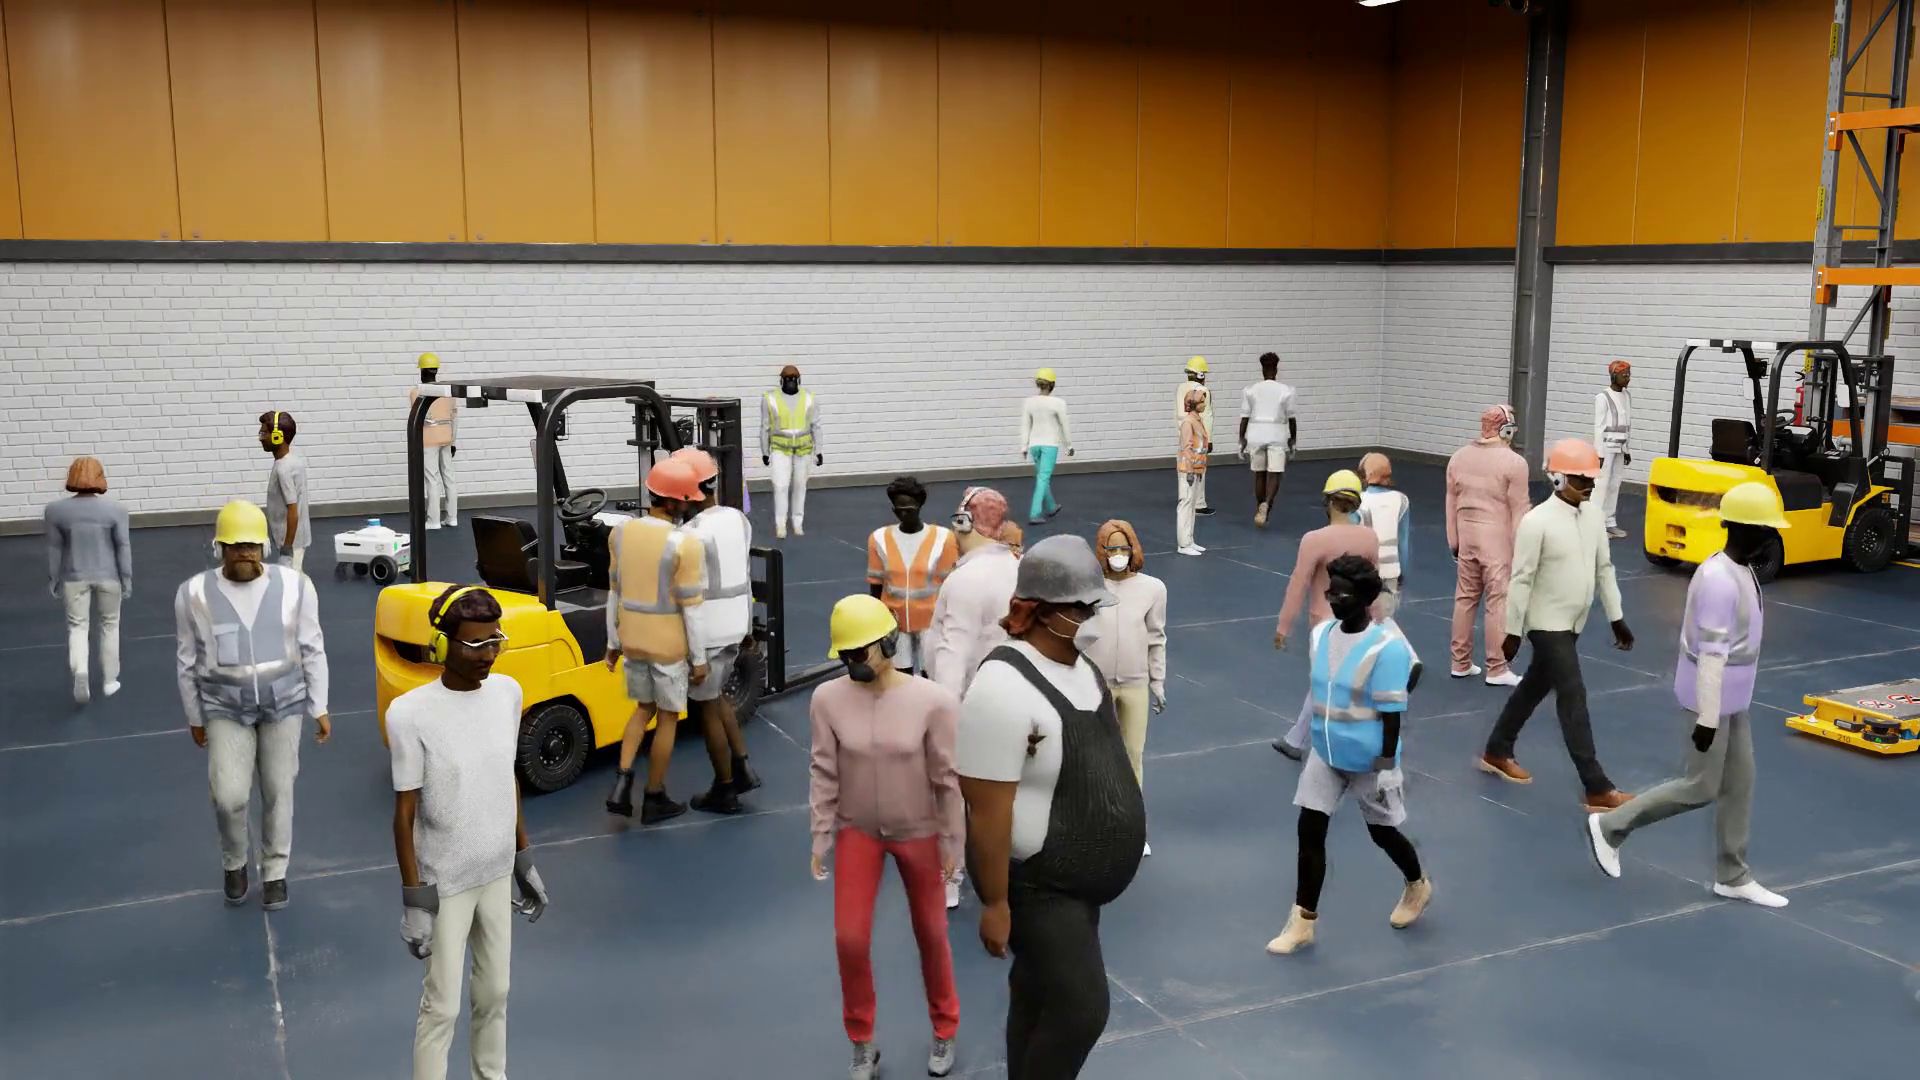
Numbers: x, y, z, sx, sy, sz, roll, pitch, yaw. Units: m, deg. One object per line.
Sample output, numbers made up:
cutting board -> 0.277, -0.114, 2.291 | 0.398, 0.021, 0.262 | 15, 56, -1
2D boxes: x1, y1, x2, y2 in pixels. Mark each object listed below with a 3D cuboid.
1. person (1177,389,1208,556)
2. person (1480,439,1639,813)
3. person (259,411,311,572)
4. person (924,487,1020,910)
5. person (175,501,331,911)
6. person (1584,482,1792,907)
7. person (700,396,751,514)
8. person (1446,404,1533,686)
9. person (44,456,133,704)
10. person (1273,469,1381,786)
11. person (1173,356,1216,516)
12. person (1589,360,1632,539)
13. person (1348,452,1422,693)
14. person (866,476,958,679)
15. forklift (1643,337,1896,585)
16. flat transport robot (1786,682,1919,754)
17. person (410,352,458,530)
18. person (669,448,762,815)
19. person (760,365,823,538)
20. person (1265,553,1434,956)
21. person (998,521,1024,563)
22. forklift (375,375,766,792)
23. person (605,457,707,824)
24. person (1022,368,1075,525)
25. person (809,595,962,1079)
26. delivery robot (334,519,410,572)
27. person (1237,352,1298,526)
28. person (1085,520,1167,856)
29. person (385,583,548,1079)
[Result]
person -> 2.301, -0.672, 16.491 | 0.312, 1.642, 0.512 | 3, 10, 18
person -> 3.178, 0.425, 8.778 | 0.612, 1.938, 1.050 | -8, 12, -39
person -> -4.557, 0.060, 11.244 | 0.316, 1.870, 0.531 | -3, 10, -17
person -> 0.076, 0.713, 7.217 | 0.648, 1.866, 0.715 | 2, 9, 13
person -> -3.067, 0.727, 7.259 | 0.595, 1.816, 0.426 | -5, 10, -27
person -> 3.272, 0.670, 7.380 | 0.779, 1.903, 0.596 | 6, 11, 33
person -> -1.837, -0.190, 12.860 | 0.397, 1.847, 0.564 | -6, 11, -34
person -> 3.613, 0.032, 11.306 | 0.402, 1.906, 0.652 | -6, 11, -33
person -> -5.639, 0.261, 10.781 | 0.508, 1.608, 0.654 | -3, 10, -20
person -> 2.077, 0.471, 9.212 | 0.610, 1.703, 0.945 | -5, 11, -29
person -> 2.715, -1.196, 19.148 | 0.404, 1.833, 0.589 | -6, 11, -32
person -> 6.841, -0.944, 17.467 | 0.567, 1.877, 0.345 | -7, 12, -39
person -> 2.761, 0.237, 10.935 | 0.529, 1.619, 0.592 | -4, 10, -23
person -> -0.251, 0.450, 9.404 | 0.535, 1.675, 0.456 | 2, 9, 11
forklift -> 7.551, -0.789, 15.507 | 2.313, 2.155, 1.214 | -4, 10, -25
flat transport robot -> 5.783, 1.046, 10.072 | 1.431, 0.197, 0.652 | -4, 10, -25
person -> -5.712, -1.066, 18.045 | 0.369, 1.928, 0.586 | 6, 11, 33
person -> -1.277, 0.477, 8.559 | 0.431, 1.903, 0.613 | 5, 10, 27
person -> -1.757, -0.924, 17.501 | 0.647, 1.817, 0.678 | -2, 9, -14
person -> 1.672, 0.869, 6.882 | 0.823, 1.668, 0.536 | -6, 11, -34
person -> 0.141, 0.706, 8.037 | 0.307, 1.610, 0.562 | 7, 11, 36
forklift -> -2.268, 0.149, 9.685 | 1.214, 2.155, 2.313 | 6, 11, 32
person -> -1.527, 0.525, 8.295 | 0.599, 1.897, 0.507 | 5, 10, 27
person -> 0.998, -1.052, 18.608 | 0.532, 1.724, 0.900 | 7, 11, 36
person -> -0.257, 1.025, 5.699 | 0.531, 1.723, 0.493 | 1, 9, 6
delivery robot -> -5.298, 0.052, 15.069 | 0.707, 0.478, 0.477 | 3, 10, 18
person -> 3.345, -1.083, 18.161 | 0.657, 1.932, 0.757 | 3, 10, 19
person -> 0.739, 0.709, 7.946 | 0.504, 1.633, 0.279 | -1, 9, -6
person -> -1.492, 1.052, 5.107 | 0.328, 1.865, 0.519 | 6, 11, 32
